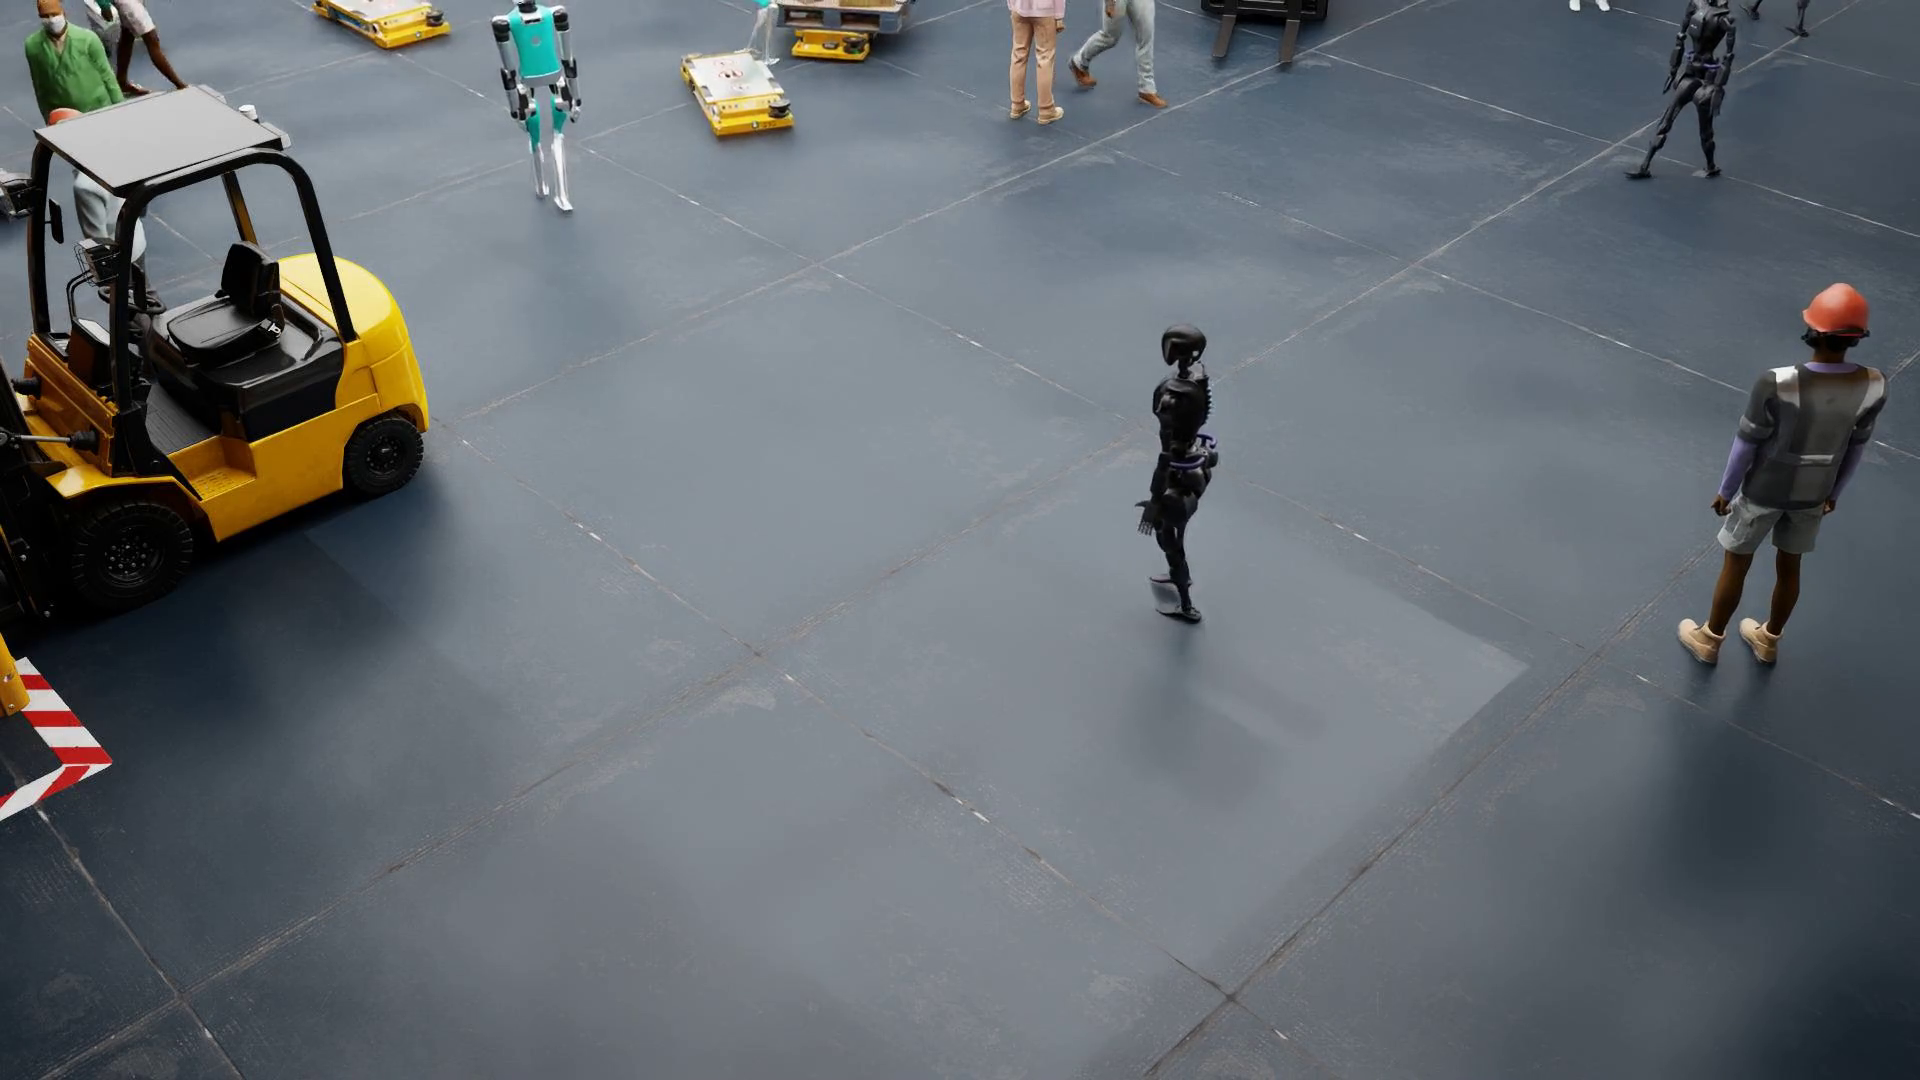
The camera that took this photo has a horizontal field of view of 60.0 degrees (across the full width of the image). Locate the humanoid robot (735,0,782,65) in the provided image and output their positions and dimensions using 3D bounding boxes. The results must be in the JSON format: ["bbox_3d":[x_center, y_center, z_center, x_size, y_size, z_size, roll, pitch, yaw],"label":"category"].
[{"bbox_3d":[-1.854,-5.052,14.553,0.834,1.792,0.589,-9,38,-12],"label":"humanoid robot"}]

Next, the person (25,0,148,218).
[{"bbox_3d":[-6.158,-2.976,11.722,0.540,1.772,0.461,-9,38,-12],"label":"person"}]

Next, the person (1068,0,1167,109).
[{"bbox_3d":[1.329,-4.568,13.763,0.635,1.906,0.898,-29,45,-33],"label":"person"}]

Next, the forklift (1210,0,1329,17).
[{"bbox_3d":[3.106,-6.400,15.960,1.214,2.155,2.313,8,37,10],"label":"forklift"}]

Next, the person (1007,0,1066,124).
[{"bbox_3d":[0.602,-4.244,13.413,0.528,1.783,0.400,20,41,24],"label":"person"}]

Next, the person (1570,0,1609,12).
[{"bbox_3d":[6.091,-5.800,15.621,0.522,1.632,0.312,3,37,4],"label":"person"}]

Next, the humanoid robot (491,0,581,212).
[{"bbox_3d":[-3.074,-3.197,12.130,0.556,1.884,0.817,-15,39,-19],"label":"humanoid robot"}]

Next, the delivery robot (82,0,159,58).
[{"bbox_3d":[-7.677,-4.740,15.118,0.499,0.612,0.801,-25,43,-30],"label":"delivery robot"}]

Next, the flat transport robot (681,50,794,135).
[{"bbox_3d":[-1.909,-3.814,14.103,0.659,0.231,1.431,-12,38,-15],"label":"flat transport robot"}]

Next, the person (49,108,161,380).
[{"bbox_3d":[-5.188,-1.805,10.186,0.351,1.737,0.571,-3,37,-5],"label":"person"}]

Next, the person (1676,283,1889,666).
[{"bbox_3d":[3.903,-0.276,7.901,0.600,2.034,0.413,-1,37,-1],"label":"person"}]

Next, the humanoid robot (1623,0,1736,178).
[{"bbox_3d":[5.577,-3.473,12.519,0.788,1.629,0.608,-12,39,-16],"label":"humanoid robot"}]

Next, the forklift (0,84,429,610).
[{"bbox_3d":[-4.145,-1.093,8.856,2.313,2.155,1.214,-31,47,-34],"label":"forklift"}]

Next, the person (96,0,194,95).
[{"bbox_3d":[-6.850,-4.525,13.776,0.965,1.794,0.493,4,37,6],"label":"person"}]

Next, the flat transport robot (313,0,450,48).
[{"bbox_3d":[-5.458,-4.961,15.638,0.659,0.231,1.431,-30,46,-33],"label":"flat transport robot"}]

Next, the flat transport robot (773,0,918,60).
[{"bbox_3d":[-1.057,-4.790,15.409,0.659,0.231,1.431,6,37,8],"label":"flat transport robot"}]

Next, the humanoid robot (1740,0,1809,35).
[{"bbox_3d":[7.713,-5.530,15.255,0.593,1.625,0.765,-9,38,-12],"label":"humanoid robot"}]

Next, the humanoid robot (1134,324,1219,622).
[{"bbox_3d":[1.089,-0.307,8.238,0.418,1.644,0.603,17,40,21],"label":"humanoid robot"}]
